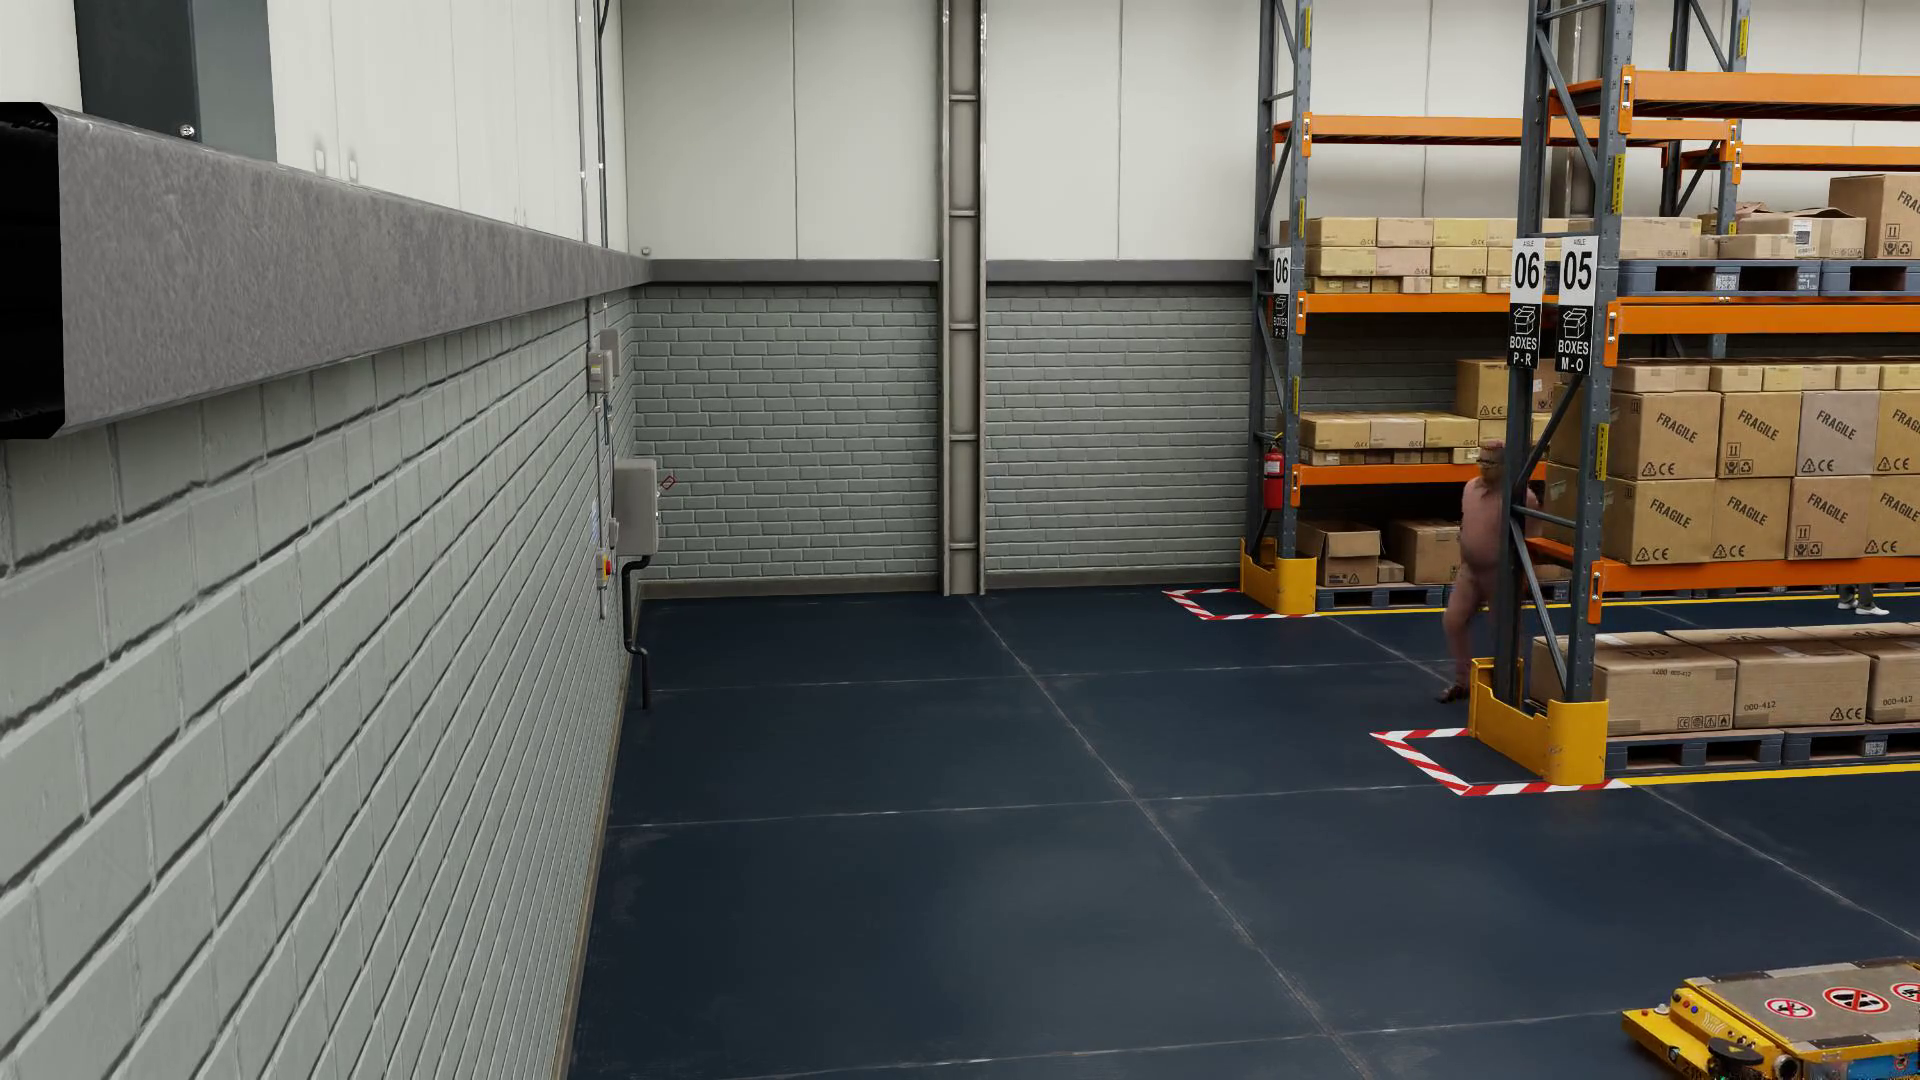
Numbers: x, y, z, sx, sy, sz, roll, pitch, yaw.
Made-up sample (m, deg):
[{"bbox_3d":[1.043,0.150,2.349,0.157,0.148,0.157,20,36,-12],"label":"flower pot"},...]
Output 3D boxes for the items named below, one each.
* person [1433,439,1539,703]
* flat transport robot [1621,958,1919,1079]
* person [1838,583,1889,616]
[{"bbox_3d":[3.603,0.245,11.471,0.668,1.879,0.671,-5,11,-29],"label":"person"},{"bbox_3d":[3.378,1.871,6.399,1.431,0.197,0.652,-2,9,-12],"label":"flat transport robot"},{"bbox_3d":[8.042,-0.292,14.685,0.383,1.920,0.587,-1,9,-9],"label":"person"}]
